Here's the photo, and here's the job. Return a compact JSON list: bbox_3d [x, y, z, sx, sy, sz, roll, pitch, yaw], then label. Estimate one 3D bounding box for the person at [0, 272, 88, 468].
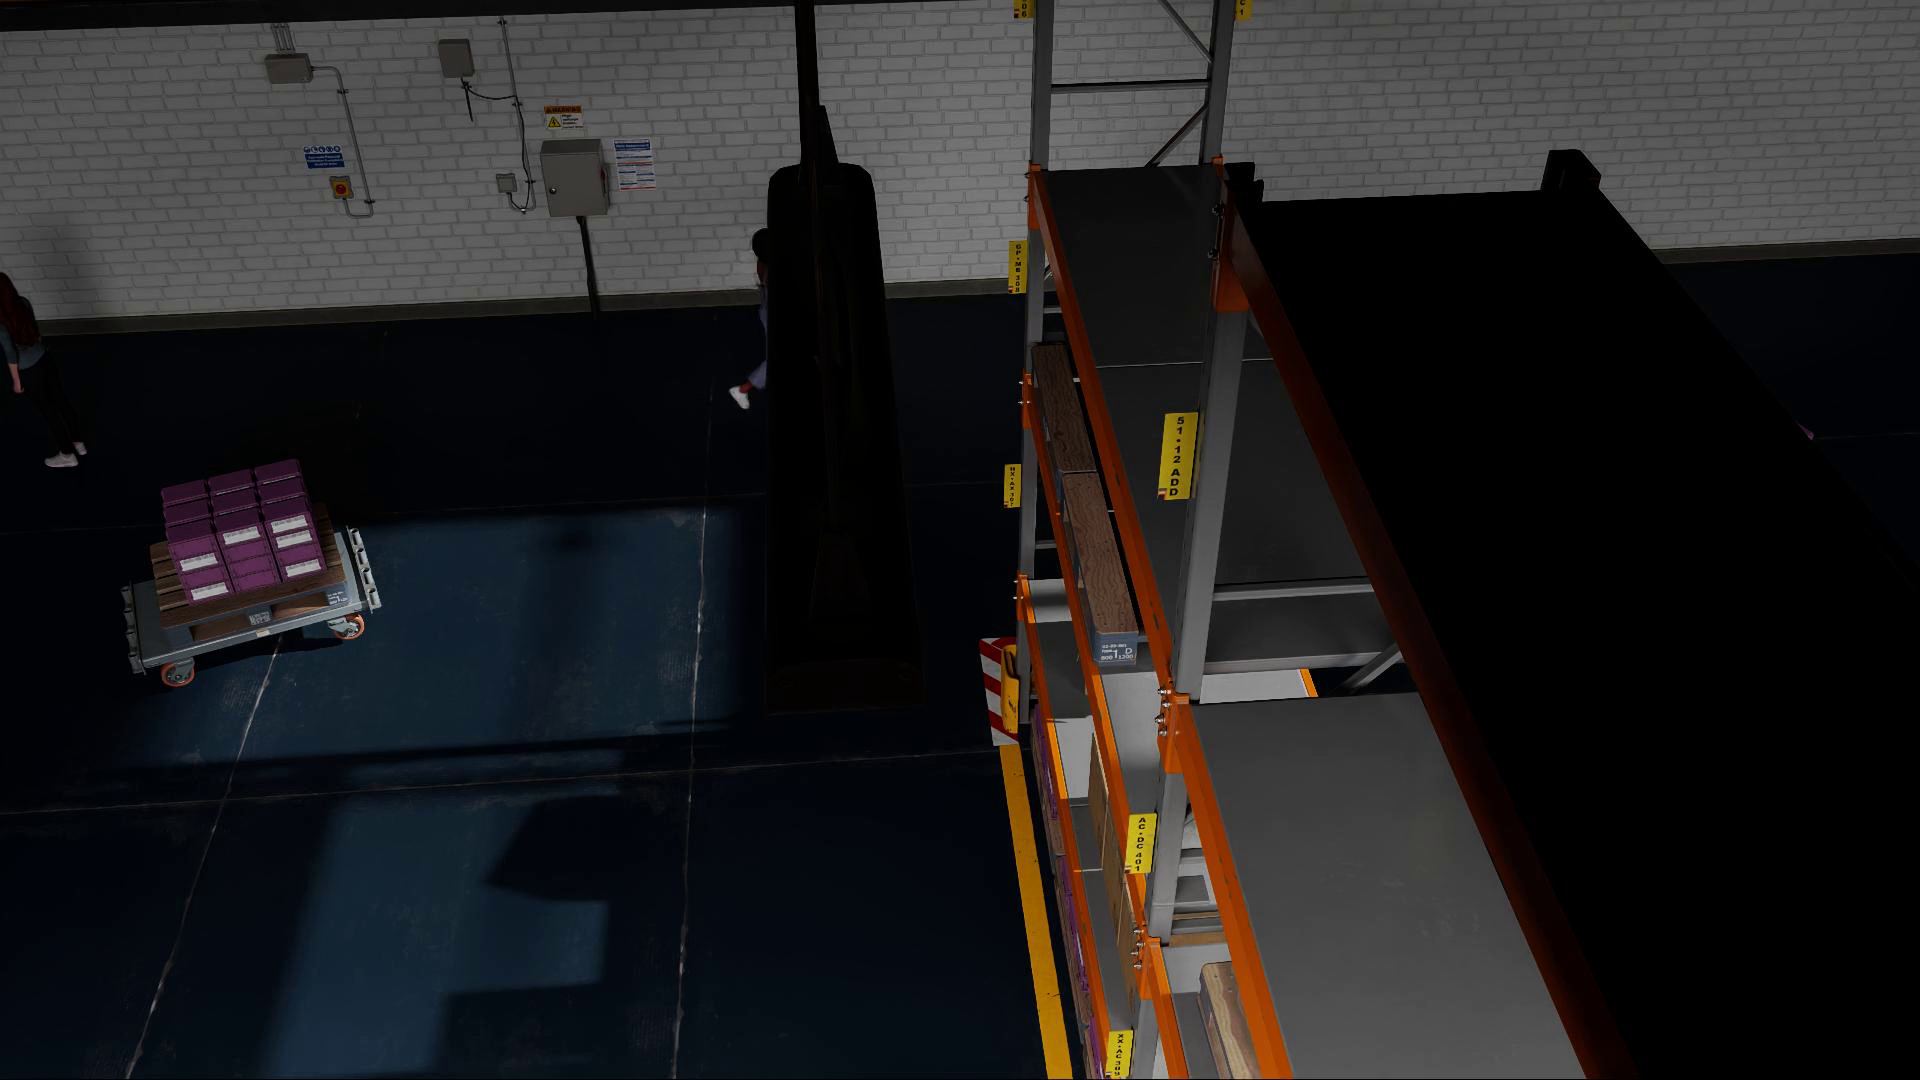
[{"bbox_3d":[-7.317,-1.349,13.144,0.691,1.743,0.559,6,39,8],"label":"person"}]
